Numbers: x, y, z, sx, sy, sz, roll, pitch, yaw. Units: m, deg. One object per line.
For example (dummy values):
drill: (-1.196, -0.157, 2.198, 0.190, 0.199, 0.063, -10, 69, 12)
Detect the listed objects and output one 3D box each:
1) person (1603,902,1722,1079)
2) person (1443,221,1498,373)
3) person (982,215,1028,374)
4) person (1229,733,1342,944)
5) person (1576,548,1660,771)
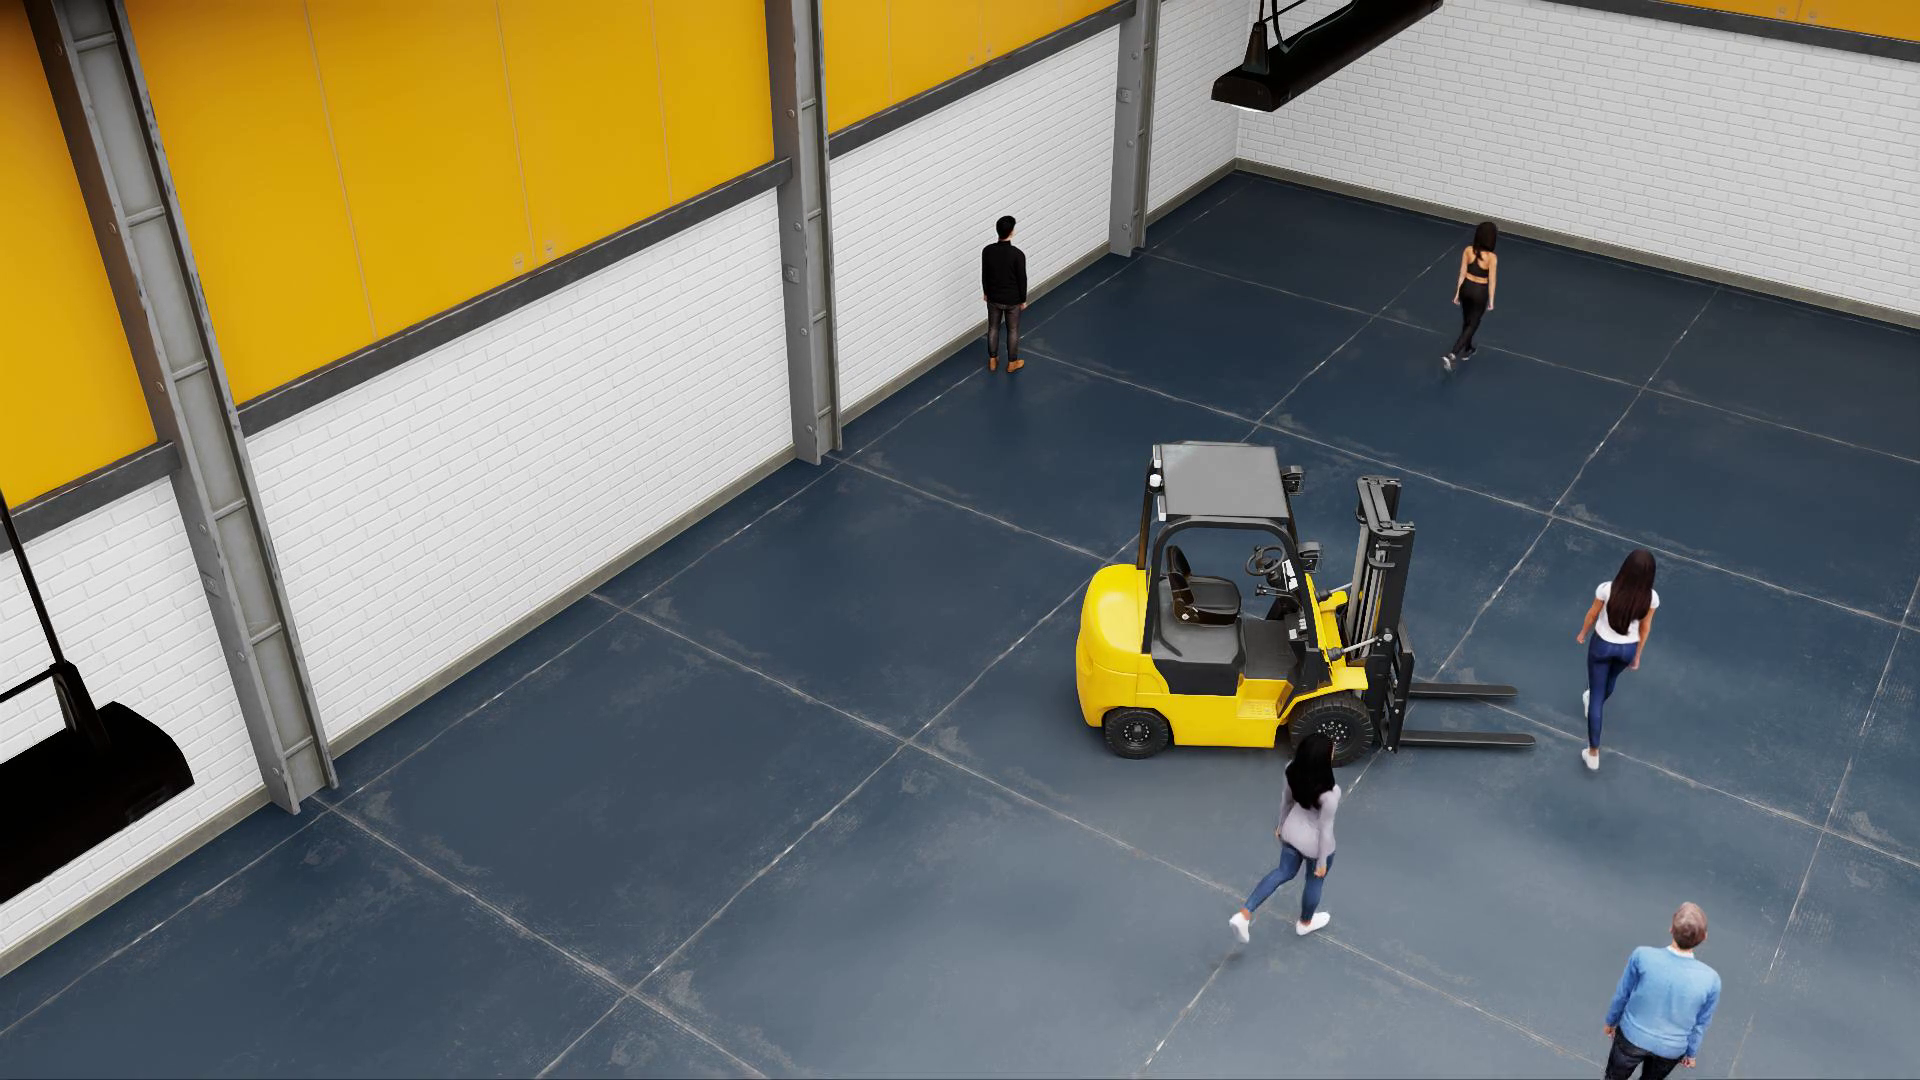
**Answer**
person: (3.843, 2.798, 9.226, 0.745, 1.795, 1.066, 16, 37, 23)
person: (5.332, -2.521, 17.386, 0.636, 1.619, 1.055, 26, 42, 34)
person: (0.463, -2.569, 17.364, 0.696, 1.723, 0.630, 12, 35, 17)
person: (2.121, 1.946, 10.576, 1.103, 1.718, 0.888, -17, 37, -24)
person: (4.770, 0.880, 12.168, 0.951, 1.732, 1.221, 5, 34, 7)
